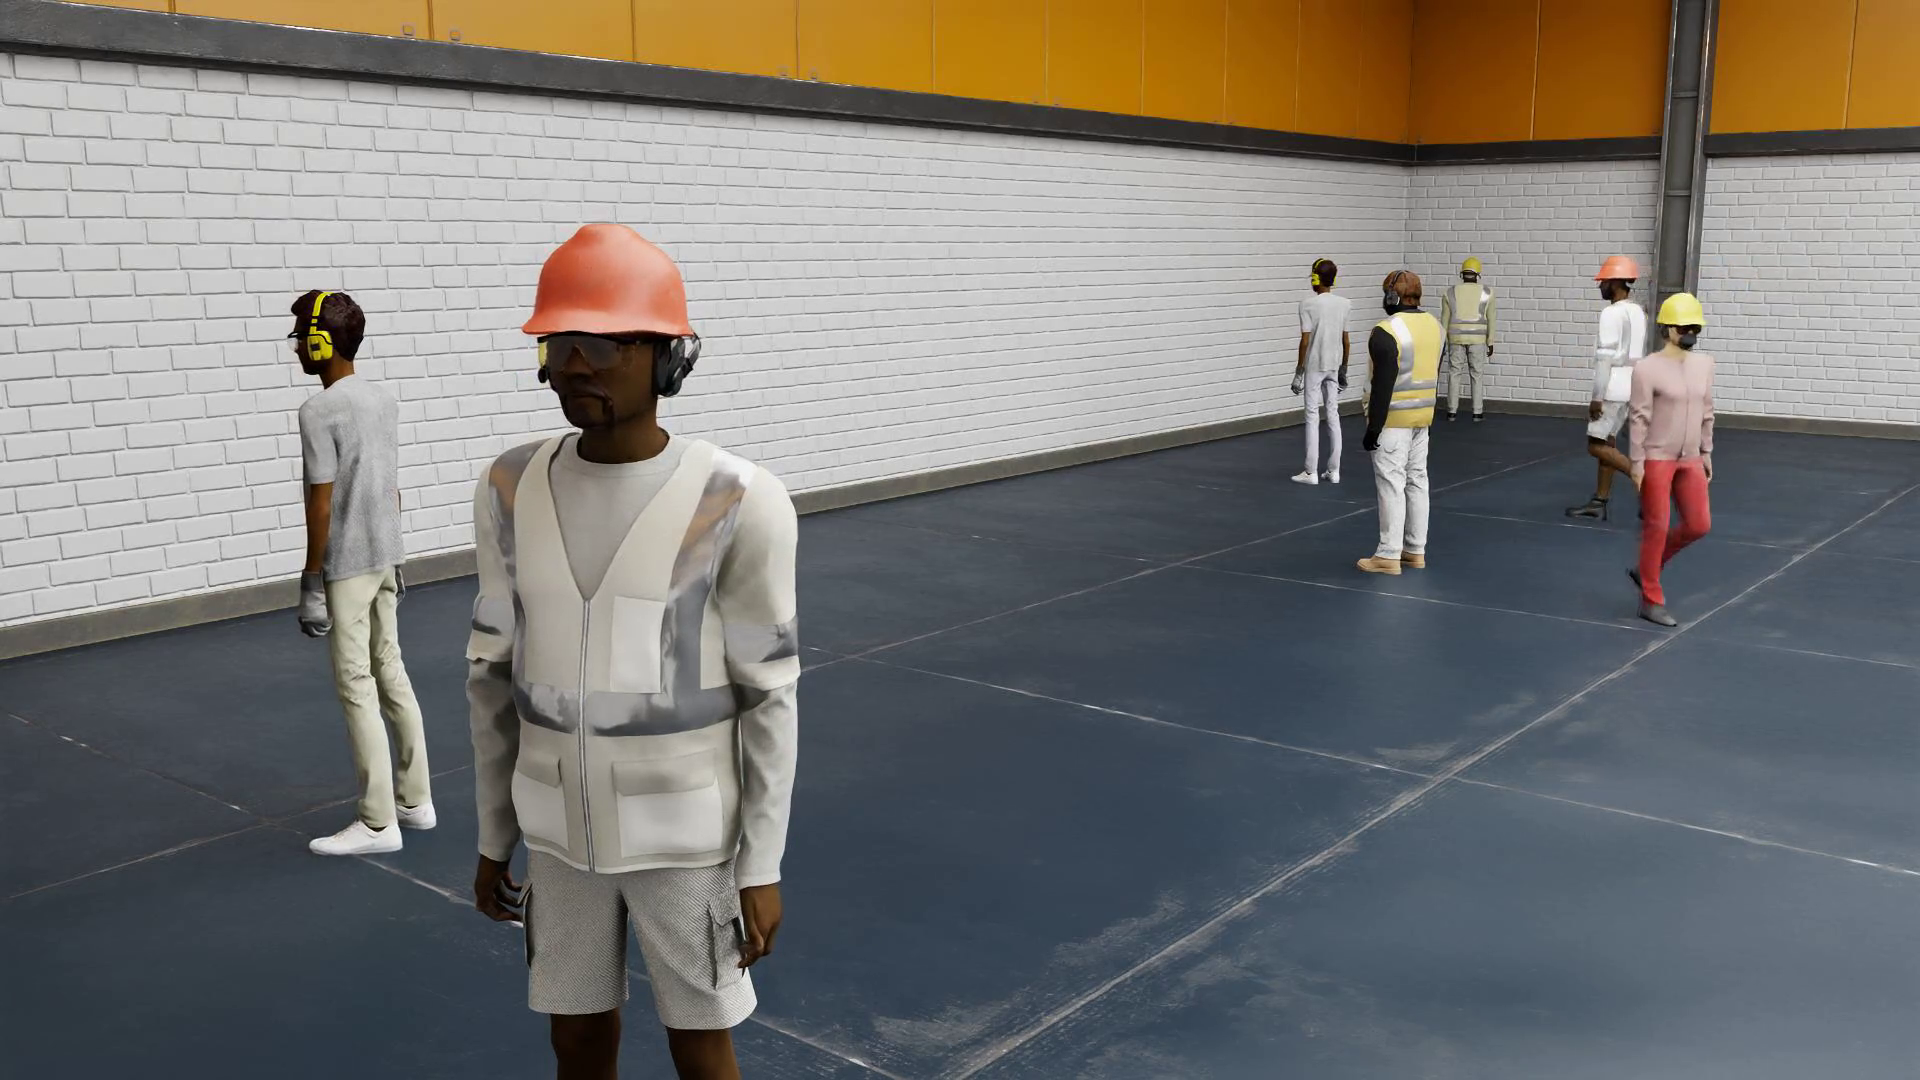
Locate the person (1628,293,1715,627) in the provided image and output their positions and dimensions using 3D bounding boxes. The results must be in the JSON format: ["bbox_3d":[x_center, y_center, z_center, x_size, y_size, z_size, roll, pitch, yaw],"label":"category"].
[{"bbox_3d":[3.739,-0.427,8.793,0.538,1.751,0.412,-3,11,-19],"label":"person"}]

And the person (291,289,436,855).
[{"bbox_3d":[-2.003,0.108,5.534,0.331,1.864,0.509,2,10,11],"label":"person"}]

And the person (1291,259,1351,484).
[{"bbox_3d":[2.996,-1.395,13.841,0.538,1.866,0.313,-4,11,-21],"label":"person"}]

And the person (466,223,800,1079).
[{"bbox_3d":[-0.574,0.496,2.867,0.607,2.048,0.367,3,11,15],"label":"person"}]

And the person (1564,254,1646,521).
[{"bbox_3d":[4.703,-1.055,11.811,0.651,1.925,0.564,9,13,40],"label":"person"}]

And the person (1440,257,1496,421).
[{"bbox_3d":[5.681,-2.241,18.624,0.600,1.829,0.404,3,11,18],"label":"person"}]

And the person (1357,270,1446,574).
[{"bbox_3d":[2.668,-0.716,10.148,0.632,1.842,0.429,-9,13,-40],"label":"person"}]
